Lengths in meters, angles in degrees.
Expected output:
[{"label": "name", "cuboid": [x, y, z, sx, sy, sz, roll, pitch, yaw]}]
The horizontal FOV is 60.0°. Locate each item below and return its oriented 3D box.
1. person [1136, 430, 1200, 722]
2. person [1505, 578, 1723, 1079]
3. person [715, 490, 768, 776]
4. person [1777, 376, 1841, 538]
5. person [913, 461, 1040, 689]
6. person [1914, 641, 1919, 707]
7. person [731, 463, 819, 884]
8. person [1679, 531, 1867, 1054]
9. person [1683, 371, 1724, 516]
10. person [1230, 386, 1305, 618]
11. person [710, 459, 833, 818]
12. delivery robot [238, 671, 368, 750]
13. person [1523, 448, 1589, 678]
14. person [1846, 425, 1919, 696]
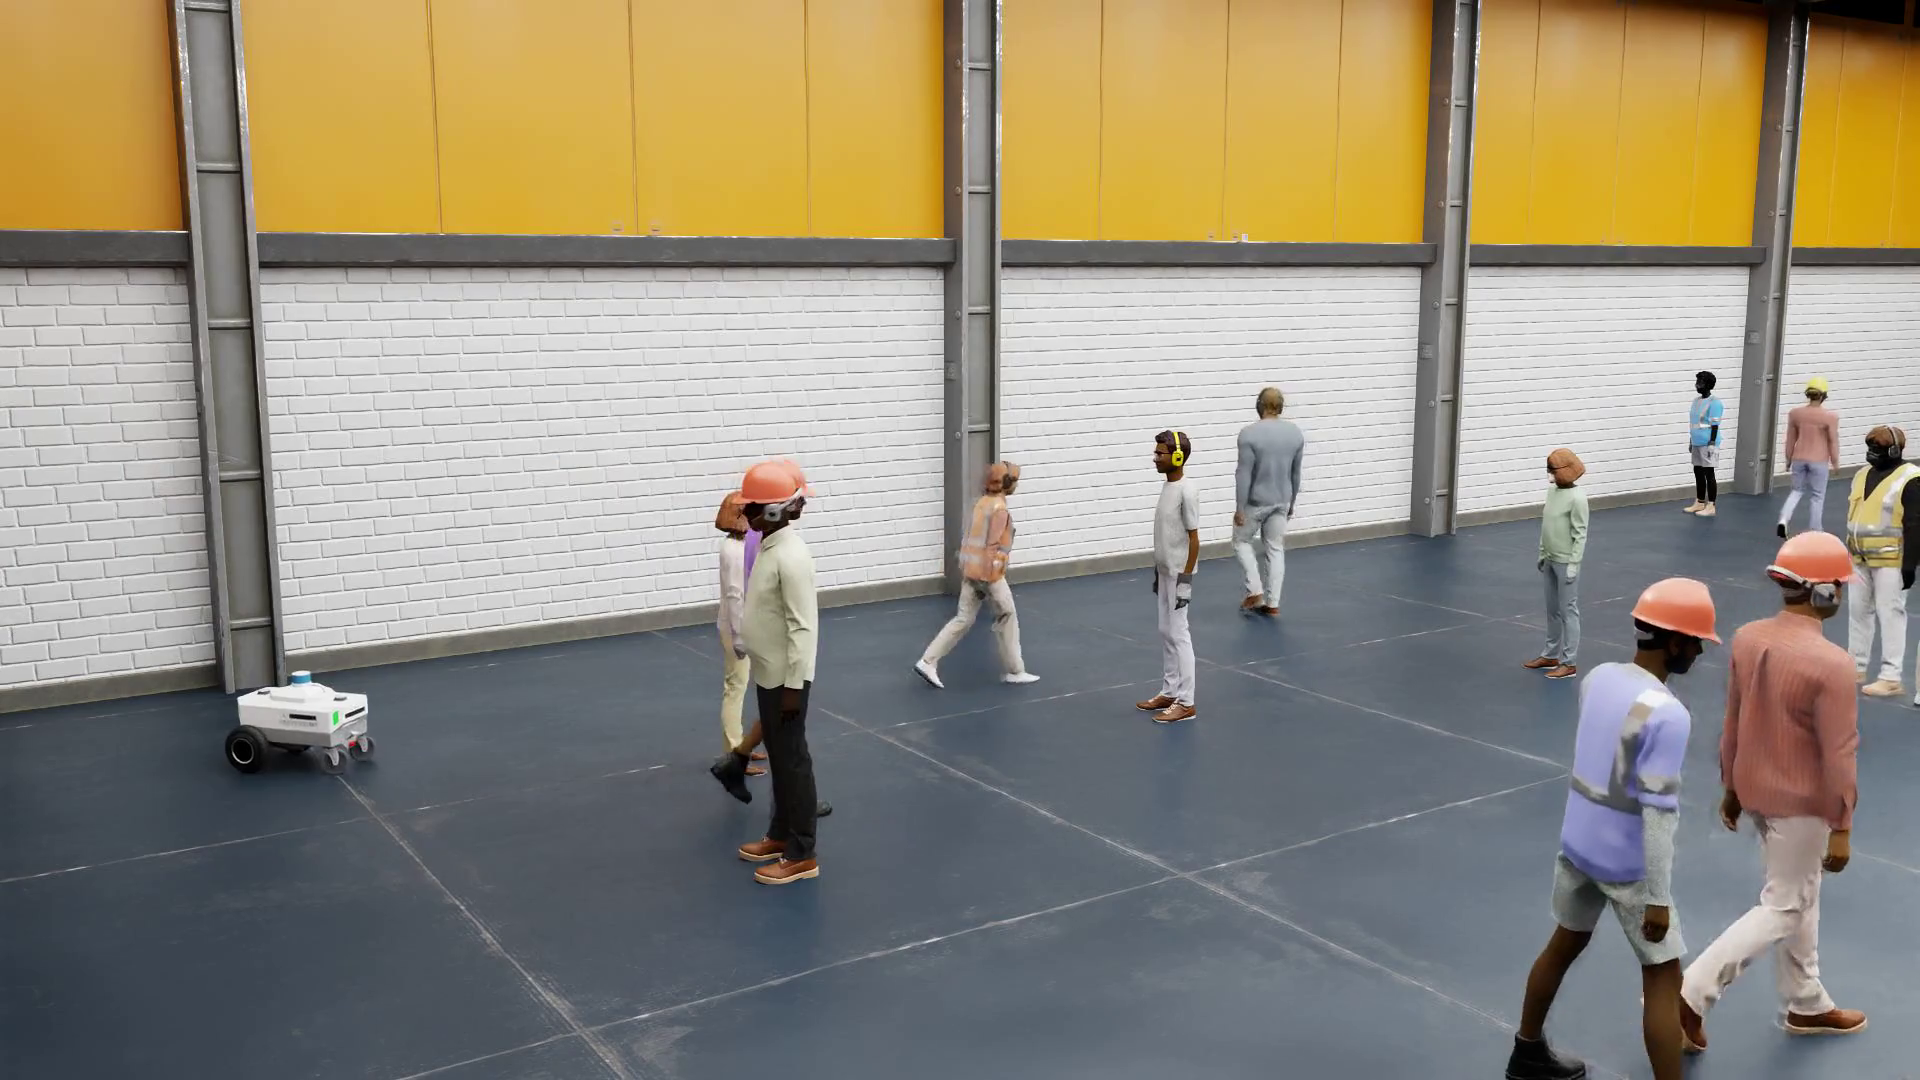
[{"label": "person", "cuboid": [1.351, 0.230, 10.648, 0.316, 1.865, 0.532, -2, 10, -13]}, {"label": "person", "cuboid": [2.280, 1.069, 5.561, 0.532, 1.895, 0.730, -1, 10, -9]}, {"label": "person", "cuboid": [-1.254, 0.525, 9.564, 0.280, 1.636, 0.500, -1, 9, -3]}, {"label": "person", "cuboid": [8.885, -0.828, 17.348, 0.525, 1.758, 0.543, -6, 11, -33]}, {"label": "person", "cuboid": [0.101, 0.241, 11.456, 0.863, 1.585, 0.522, -3, 10, -19]}, {"label": "person", "cuboid": [6.442, 0.321, 10.789, 0.314, 1.636, 0.515, 0, 9, -1]}, {"label": "person", "cuboid": [-0.868, 0.624, 7.892, 0.389, 1.990, 0.625, -3, 10, -18]}, {"label": "person", "cuboid": [2.993, 0.938, 6.111, 0.892, 1.965, 0.623, -1, 10, -8]}, {"label": "person", "cuboid": [8.640, -1.121, 19.318, 0.321, 1.693, 0.535, -1, 9, -5]}, {"label": "person", "cuboid": [2.509, -0.309, 13.739, 0.652, 1.914, 0.486, -4, 10, -23]}, {"label": "person", "cuboid": [-0.987, 0.530, 8.675, 0.535, 1.920, 0.571, -3, 10, -18]}, {"label": "delivery robot", "cuboid": [-3.805, 1.004, 9.644, 0.707, 0.478, 0.477, 3, 10, 16]}, {"label": "person", "cuboid": [4.243, 0.159, 11.774, 0.278, 1.633, 0.497, -1, 10, -8]}, {"label": "person", "cuboid": [6.259, 0.134, 11.331, 0.429, 1.835, 0.633, -2, 10, -12]}]
